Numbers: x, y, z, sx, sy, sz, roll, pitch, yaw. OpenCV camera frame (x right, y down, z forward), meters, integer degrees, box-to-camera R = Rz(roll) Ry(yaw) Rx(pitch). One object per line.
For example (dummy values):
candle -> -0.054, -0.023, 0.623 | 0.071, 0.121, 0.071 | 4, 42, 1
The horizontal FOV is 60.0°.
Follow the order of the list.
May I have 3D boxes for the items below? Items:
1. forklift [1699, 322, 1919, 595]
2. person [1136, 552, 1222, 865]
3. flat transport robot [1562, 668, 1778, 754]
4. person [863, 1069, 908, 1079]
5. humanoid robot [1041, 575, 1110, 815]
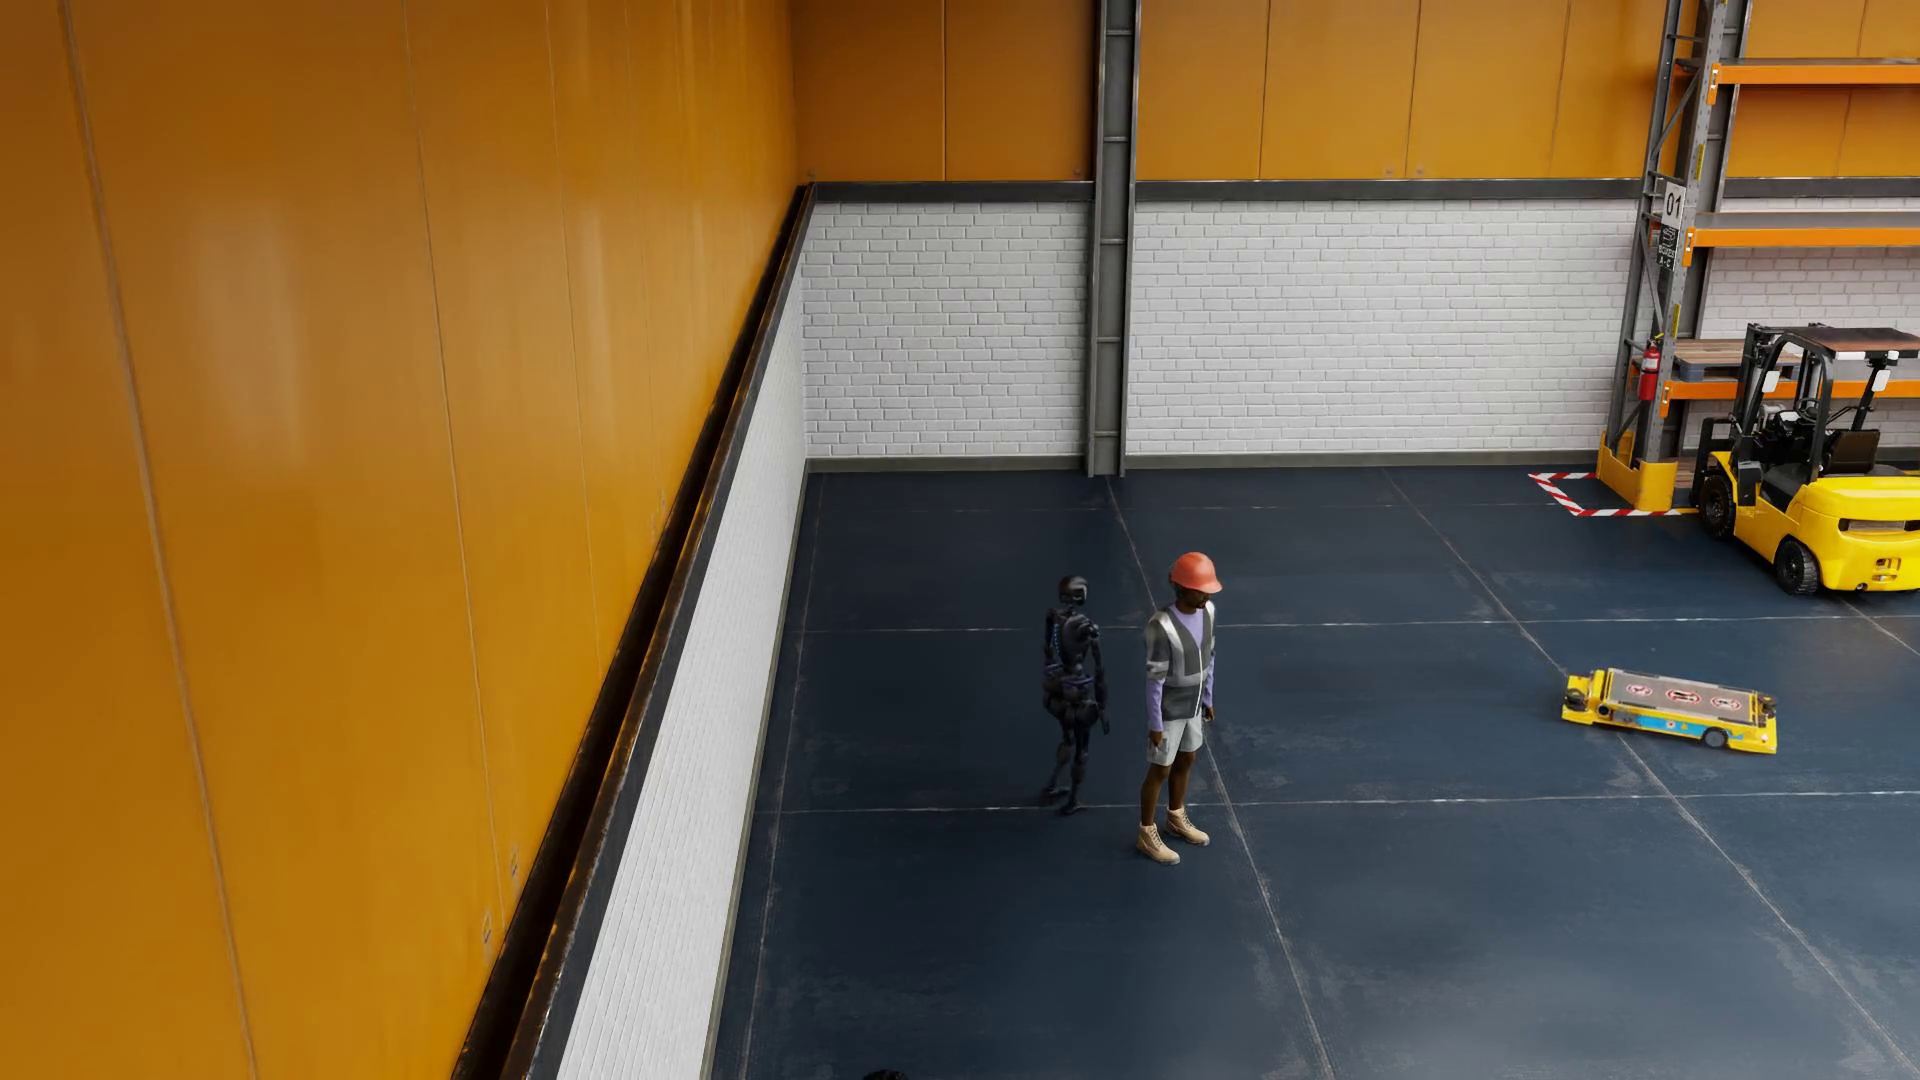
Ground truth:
forklift -> 7.809, -0.792, 14.926 | 1.214, 2.155, 2.313 | -1, 20, -2
person -> 1.377, 1.025, 10.239 | 0.414, 2.034, 0.602 | 18, 27, 41
flat transport robot -> 5.204, 1.236, 12.202 | 1.431, 0.231, 0.659 | 9, 22, 22
person -> -0.228, 2.697, 6.190 | 0.322, 1.688, 0.528 | -1, 20, -3
humanoid robot -> 0.742, 1.000, 10.796 | 0.339, 1.648, 0.587 | -16, 26, -37
